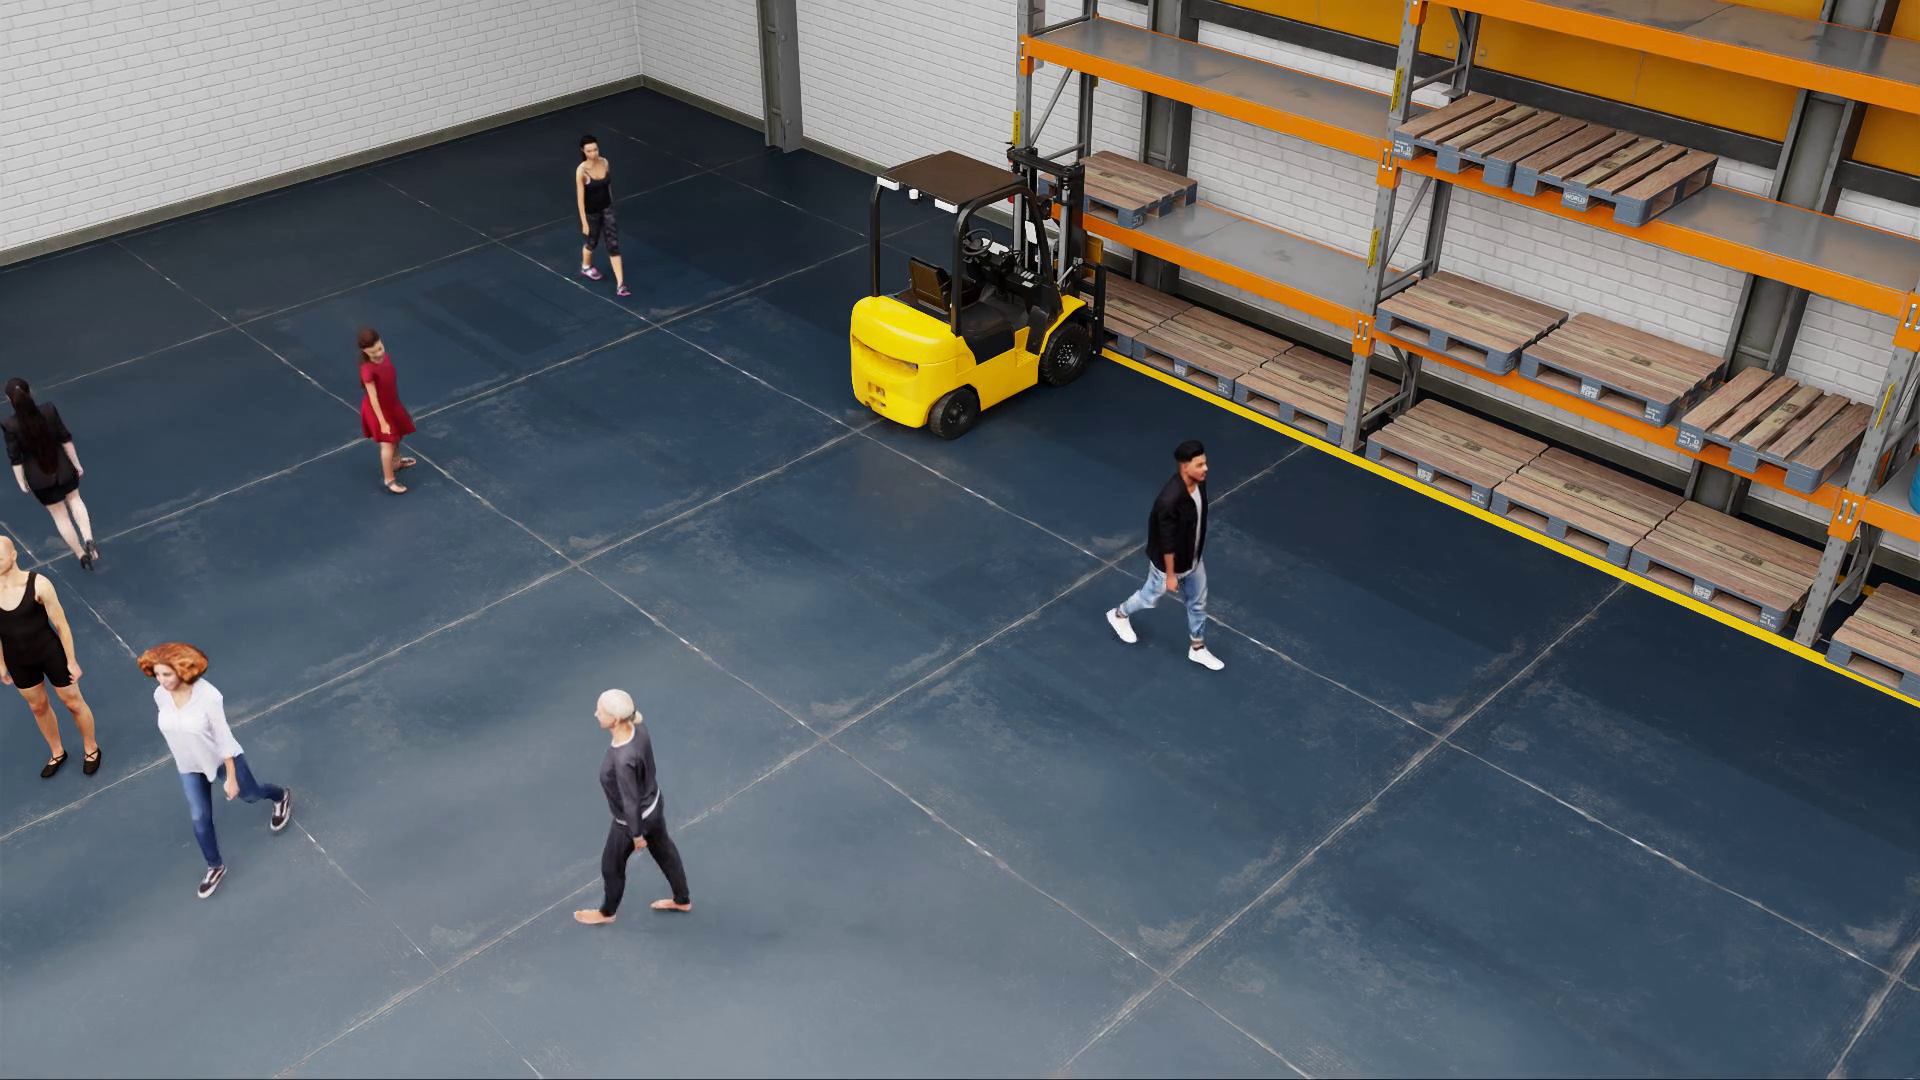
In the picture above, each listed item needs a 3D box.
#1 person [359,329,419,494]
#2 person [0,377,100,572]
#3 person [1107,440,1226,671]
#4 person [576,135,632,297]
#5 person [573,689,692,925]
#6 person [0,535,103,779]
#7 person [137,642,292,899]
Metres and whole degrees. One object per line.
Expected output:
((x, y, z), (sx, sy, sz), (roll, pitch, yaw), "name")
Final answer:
((-4.794, -1.097, 13.753), (0.863, 1.522, 0.828), (-4, 34, -5), "person")
((-6.863, -0.462, 12.650), (0.598, 1.686, 0.624), (26, 41, 33), "person")
((1.439, 0.075, 11.757), (1.167, 1.780, 0.701), (27, 42, 34), "person")
((-3.749, -3.335, 16.997), (1.149, 1.658, 0.637), (27, 42, 34), "person")
((-1.787, 1.551, 9.609), (1.026, 1.701, 0.943), (3, 34, 5), "person")
((-5.942, 0.743, 10.719), (0.710, 1.816, 0.742), (-3, 34, -4), "person")
((-4.473, 1.259, 10.060), (1.110, 1.687, 1.112), (3, 34, 4), "person")
